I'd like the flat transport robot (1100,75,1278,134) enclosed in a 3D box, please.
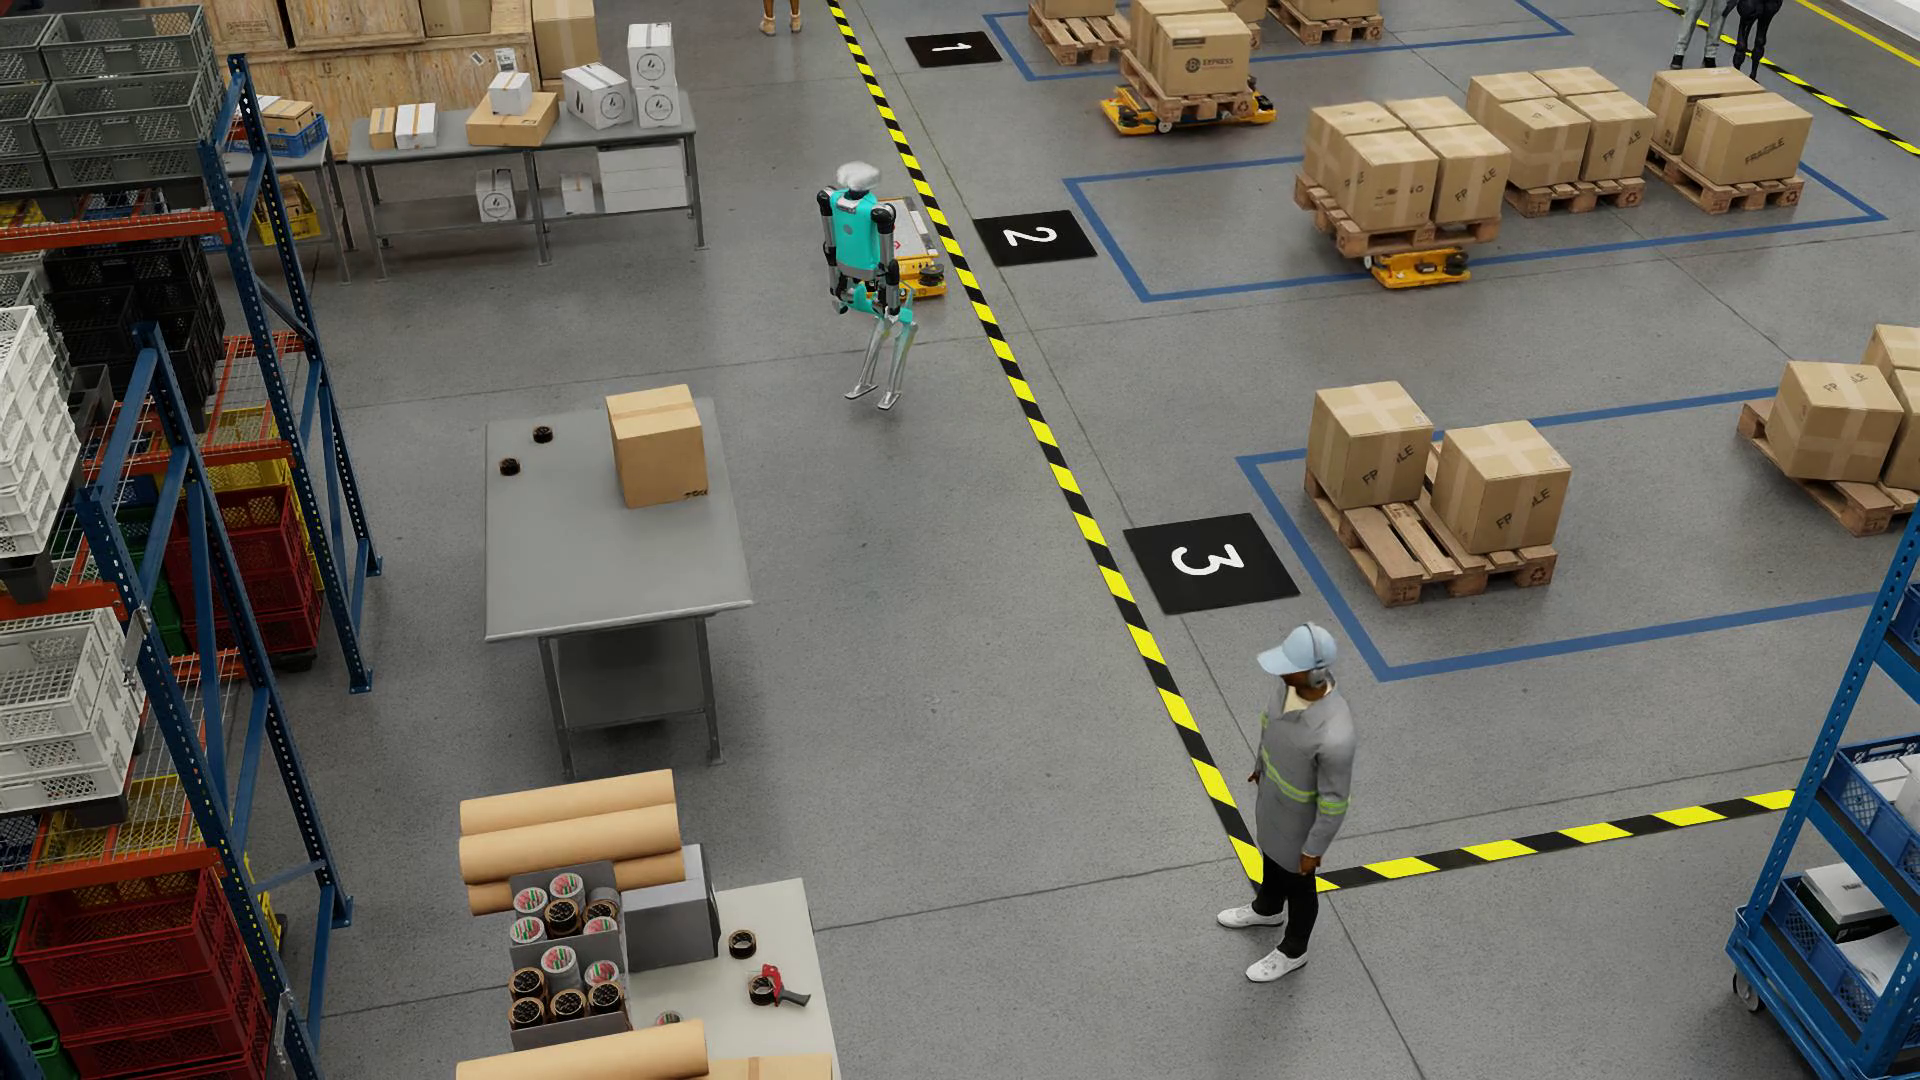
[{"bbox_3d":[2.023,-3.864,14.723,1.431,0.197,0.652,-8,37,-10],"label":"flat transport robot"}]

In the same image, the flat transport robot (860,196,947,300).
[{"bbox_3d":[-0.570,-2.220,12.538,0.659,0.231,1.431,-8,37,-10],"label":"flat transport robot"}]

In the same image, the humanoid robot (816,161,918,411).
[{"bbox_3d":[-0.489,-1.635,10.409,0.533,1.676,0.735,21,42,26],"label":"humanoid robot"}]

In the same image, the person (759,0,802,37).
[{"bbox_3d":[-1.792,-5.881,15.971,0.606,2.048,0.366,-10,38,-14],"label":"person"}]

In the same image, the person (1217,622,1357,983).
[{"bbox_3d":[1.324,1.069,6.790,0.396,1.850,0.596,-8,37,-11],"label":"person"}]

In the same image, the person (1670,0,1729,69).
[{"bbox_3d":[6.976,-5.237,15.277,0.599,1.836,0.404,8,37,11],"label":"person"}]

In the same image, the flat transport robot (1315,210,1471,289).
[{"bbox_3d":[3.282,-2.351,12.691,0.652,0.197,1.431,-8,37,-10],"label":"flat transport robot"}]

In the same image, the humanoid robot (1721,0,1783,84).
[{"bbox_3d":[7.176,-4.892,14.937,0.599,1.655,0.315,-14,39,-19],"label":"humanoid robot"}]
